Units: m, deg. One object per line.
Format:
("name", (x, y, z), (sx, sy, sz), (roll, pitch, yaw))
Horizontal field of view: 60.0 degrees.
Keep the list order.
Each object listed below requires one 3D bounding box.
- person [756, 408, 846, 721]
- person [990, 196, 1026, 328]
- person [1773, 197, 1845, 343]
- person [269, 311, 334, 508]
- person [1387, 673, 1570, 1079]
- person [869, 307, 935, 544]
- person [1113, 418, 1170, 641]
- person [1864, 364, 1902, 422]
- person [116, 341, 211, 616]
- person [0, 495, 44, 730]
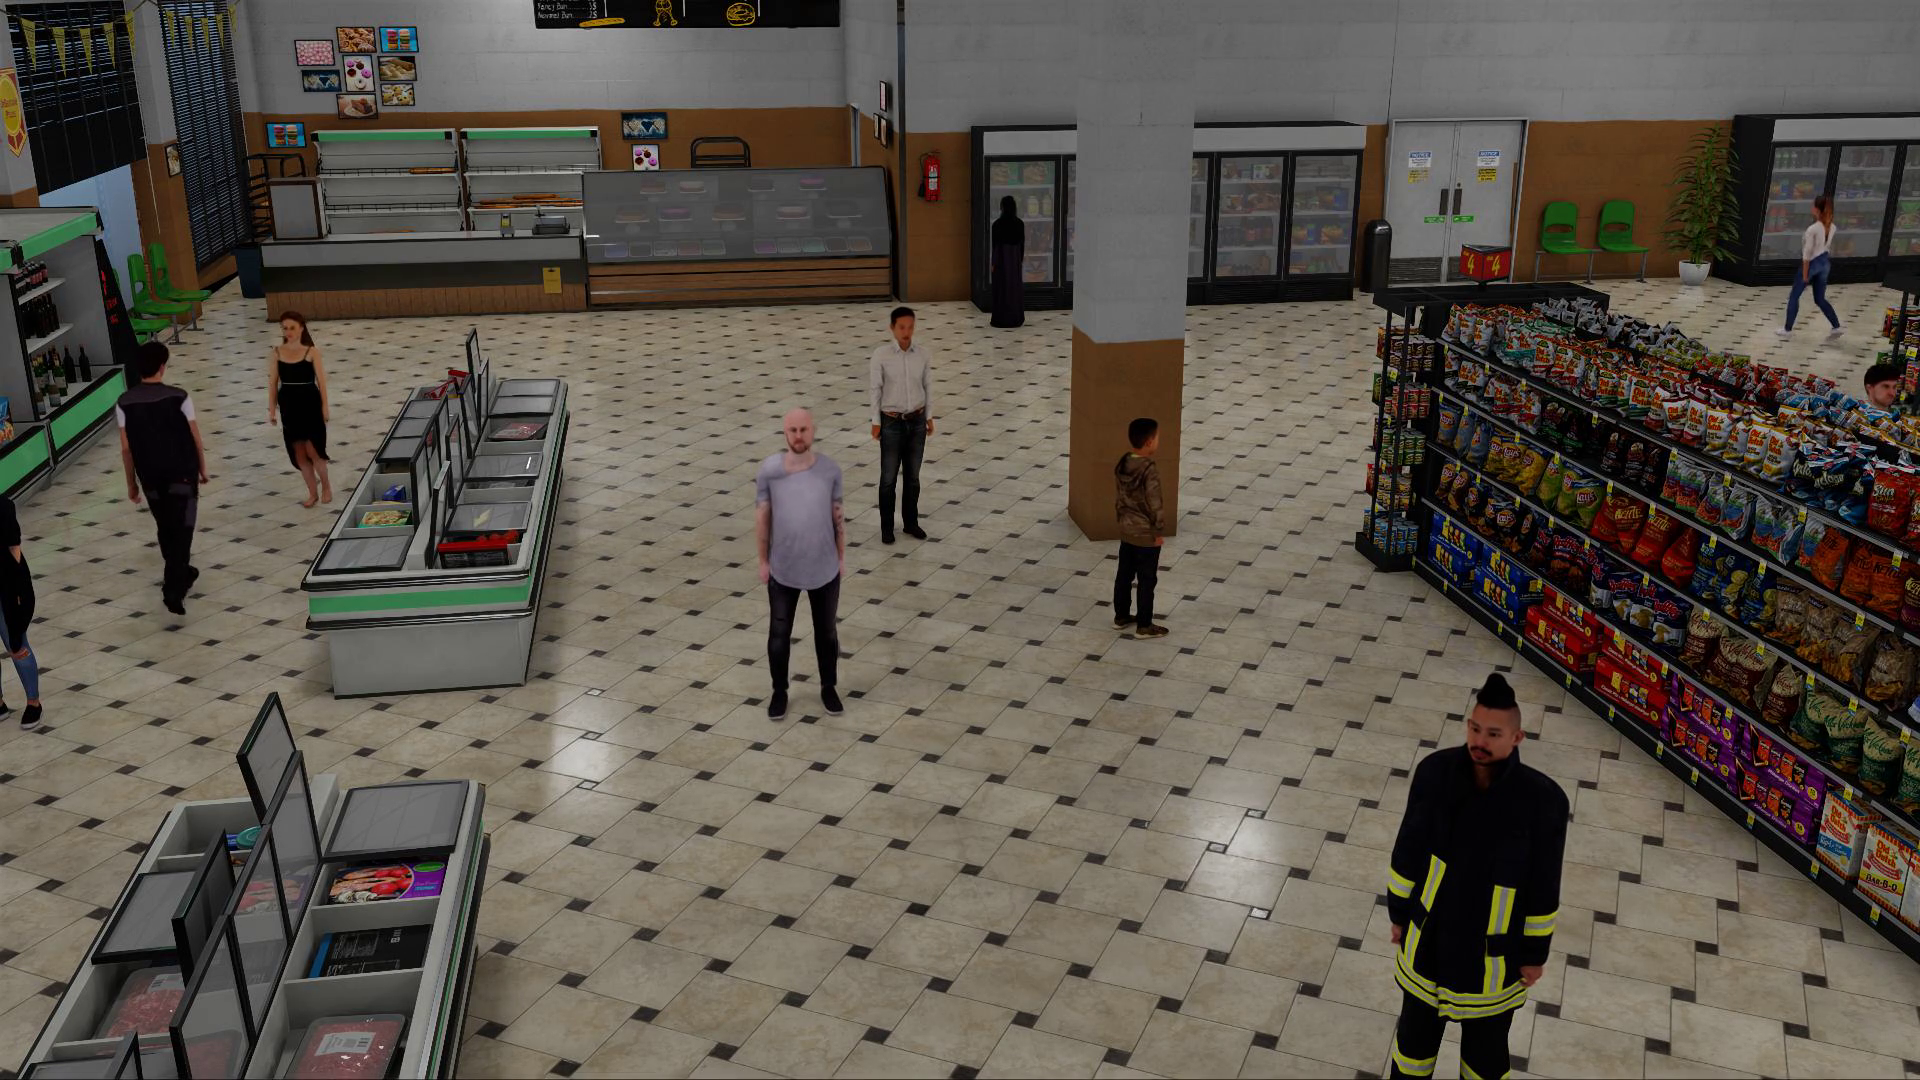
("person", (-0.906, 0.130, 9.625), (0.653, 1.838, 0.559), (-3, 19, -10))
("person", (0.579, -3.450, 20.592), (0.649, 1.615, 0.643), (-7, 20, -20))
("person", (10.152, -3.156, 19.600), (0.750, 1.691, 1.135), (-7, 20, -19))
("person", (-5.340, -1.079, 13.565), (0.624, 1.611, 0.630), (0, 19, 1))
("person", (1.826, 1.357, 5.954), (0.876, 1.860, 0.925), (11, 22, 30))
("person", (-0.448, -0.891, 12.699), (0.700, 1.808, 0.622), (-7, 20, -20))
("person", (1.167, -0.083, 10.858), (0.726, 1.454, 0.636), (-13, 23, -34))
("person", (5.756, -0.243, 10.788), (0.699, 1.802, 1.152), (-4, 19, -10))
("person", (-5.339, -0.378, 11.187), (0.620, 1.803, 1.198), (-4, 19, -10))
("person", (-5.517, 0.267, 9.461), (0.655, 1.683, 0.587), (-1, 19, -3))
